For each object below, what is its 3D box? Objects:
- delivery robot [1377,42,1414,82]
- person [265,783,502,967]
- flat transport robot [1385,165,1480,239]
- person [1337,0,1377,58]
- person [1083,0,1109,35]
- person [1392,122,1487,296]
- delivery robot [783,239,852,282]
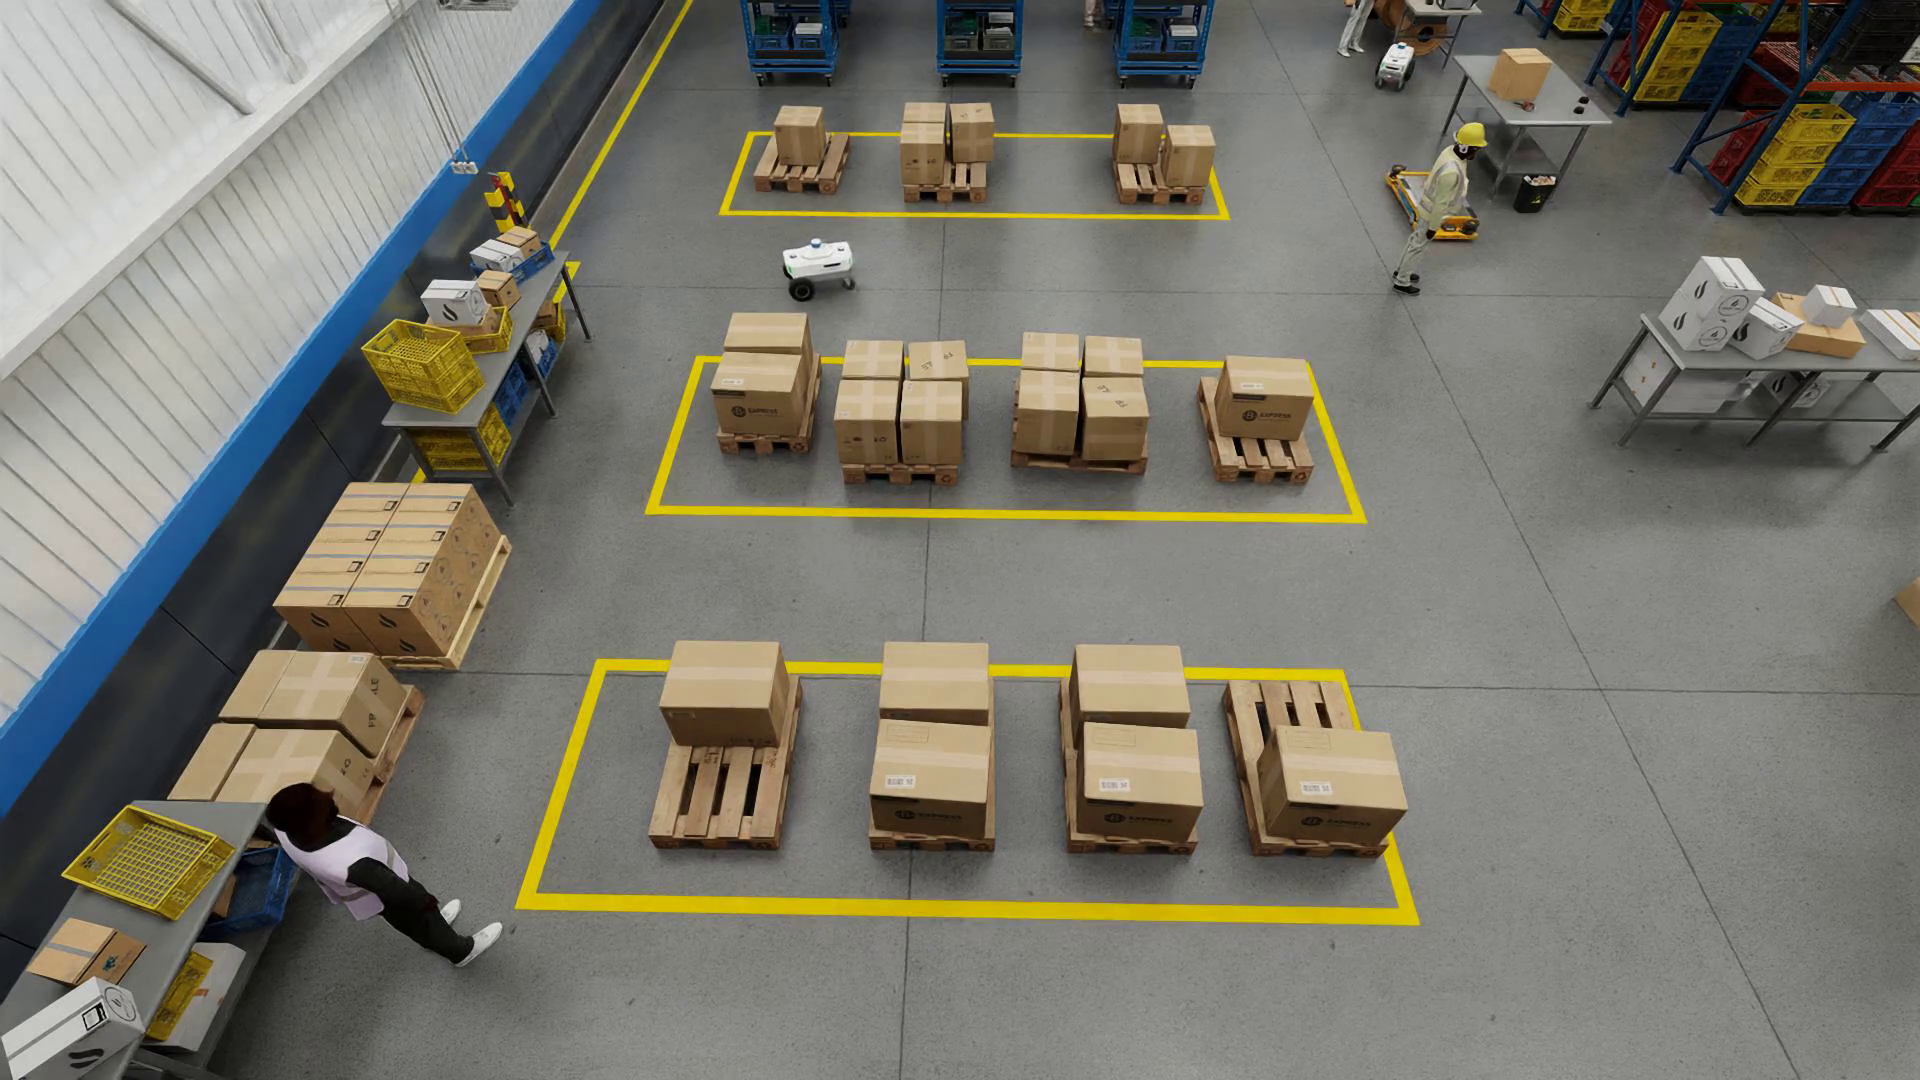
[{"bbox_3d":[6.319,-6.929,13.266,0.477,0.478,0.707,23,53,18],"label":"delivery robot"},{"bbox_3d":[-3.078,1.814,4.862,0.593,1.922,0.392,20,52,17],"label":"person"},{"bbox_3d":[5.692,-4.094,11.059,0.652,0.197,1.431,1,49,1],"label":"flat transport robot"},{"bbox_3d":[6.046,-8.084,13.618,0.514,1.632,0.312,-27,55,-22],"label":"person"},{"bbox_3d":[2.206,-8.916,14.108,0.405,1.985,0.618,25,54,20],"label":"person"},{"bbox_3d":[4.906,-3.388,9.430,0.403,1.826,0.596,17,51,14],"label":"person"},{"bbox_3d":[-1.524,-3.004,9.869,0.707,0.478,0.477,-12,50,-10],"label":"delivery robot"}]
